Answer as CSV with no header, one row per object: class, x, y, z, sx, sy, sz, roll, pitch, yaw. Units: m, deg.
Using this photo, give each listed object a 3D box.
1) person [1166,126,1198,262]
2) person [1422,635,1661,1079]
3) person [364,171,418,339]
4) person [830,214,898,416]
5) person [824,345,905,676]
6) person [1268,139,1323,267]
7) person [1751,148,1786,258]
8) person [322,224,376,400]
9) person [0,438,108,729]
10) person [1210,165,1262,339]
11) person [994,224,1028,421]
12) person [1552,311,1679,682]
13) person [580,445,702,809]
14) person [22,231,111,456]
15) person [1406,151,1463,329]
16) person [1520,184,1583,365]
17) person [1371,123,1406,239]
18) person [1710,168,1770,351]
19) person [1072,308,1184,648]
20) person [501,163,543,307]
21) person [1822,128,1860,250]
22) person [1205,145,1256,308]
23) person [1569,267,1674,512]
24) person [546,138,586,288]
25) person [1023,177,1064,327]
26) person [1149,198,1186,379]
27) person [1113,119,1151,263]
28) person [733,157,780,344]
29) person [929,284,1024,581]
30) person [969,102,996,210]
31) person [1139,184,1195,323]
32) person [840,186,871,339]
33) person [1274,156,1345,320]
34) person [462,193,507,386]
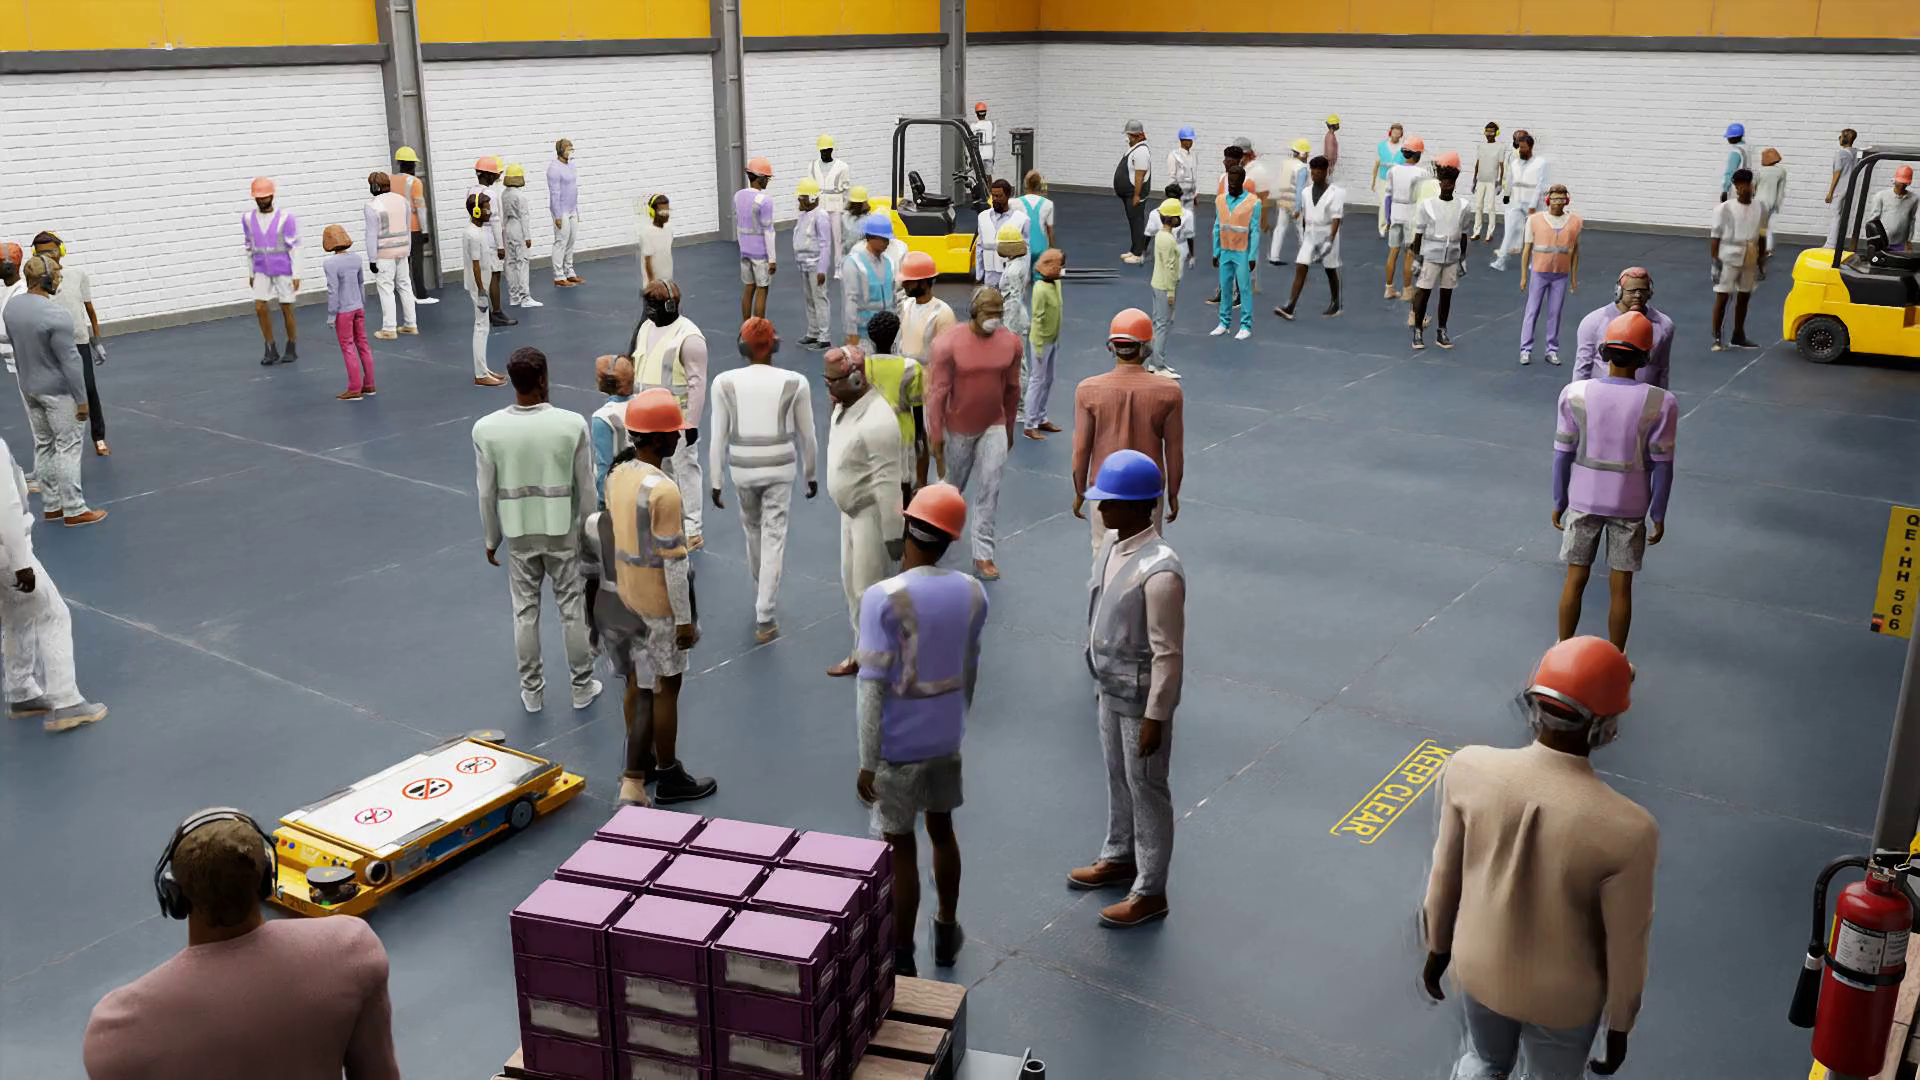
person,3.198,-4.945,23.873,0.601,1.948,0.386,-16,24,-40
person,1.574,1.205,4.590,0.629,1.973,0.490,15,23,40
person,-6.356,-3.165,18.496,0.429,1.837,0.629,9,20,26
person,-0.798,-1.801,14.083,0.623,1.920,0.655,-17,24,-42
person,-0.431,-0.139,8.976,0.586,1.878,0.651,-7,19,-20
person,4.809,-4.760,23.552,0.898,1.789,0.614,-7,19,-20
person,11.700,-4.900,24.261,0.509,1.625,0.414,-3,18,-10
person,-5.745,-2.130,15.578,0.268,1.631,0.507,6,19,17
person,-4.745,0.058,8.377,0.688,1.855,0.478,14,22,36
person,3.074,-3.199,18.486,0.587,1.910,0.396,16,24,41
person,0.455,-1.918,14.740,0.325,1.740,0.492,2,18,5
person,3.465,-0.203,8.888,0.608,2.044,0.370,10,20,29
person,-1.490,0.390,7.665,0.531,1.652,0.883,4,18,12
person,-7.240,-1.576,13.494,0.526,1.856,0.341,-11,21,-30
person,5.407,-3.395,18.915,0.582,2.011,0.641,-6,19,-17
person,6.048,-2.720,17.079,0.575,1.843,0.375,1,18,3
person,6.890,-5.744,26.581,0.610,1.819,0.498,5,18,15
person,8.358,-2.971,17.749,0.762,1.937,0.383,-1,18,-4
person,0.925,-0.288,9.237,0.614,1.990,0.392,1,18,4
person,-5.417,-3.745,20.452,0.489,1.744,0.295,17,24,42
person,13.171,-5.216,24.887,0.507,1.847,0.345,-10,20,-28
person,3.324,-3.836,20.372,0.369,1.967,0.601,-12,21,-32
person,4.461,-0.888,11.252,0.643,1.909,0.410,1,18,2
person,-5.201,-4.303,21.906,0.377,1.931,0.624,4,18,11
person,0.910,-3.316,19.155,0.508,1.708,0.781,15,23,38
person,2.055,-2.492,16.498,0.313,1.768,0.527,-1,18,-3
person,2.483,-5.052,24.058,0.535,2.000,0.681,-1,18,-2
person,-2.182,-3.120,18.038,0.408,2.033,0.607,-16,24,-41
person,0.065,-0.748,10.831,0.650,1.906,0.828,-6,19,-19
person,0.396,-6.970,30.239,0.542,1.928,0.374,-11,21,-31
person,2.348,-3.220,18.938,0.593,1.643,0.795,8,20,25
person,-1.090,-3.012,18.205,0.486,1.718,0.498,10,20,29
person,4.185,-3.528,19.510,0.624,1.897,1.056,17,24,42
person,-4.638,-2.422,16.132,0.325,1.861,0.512,-6,19,-18
